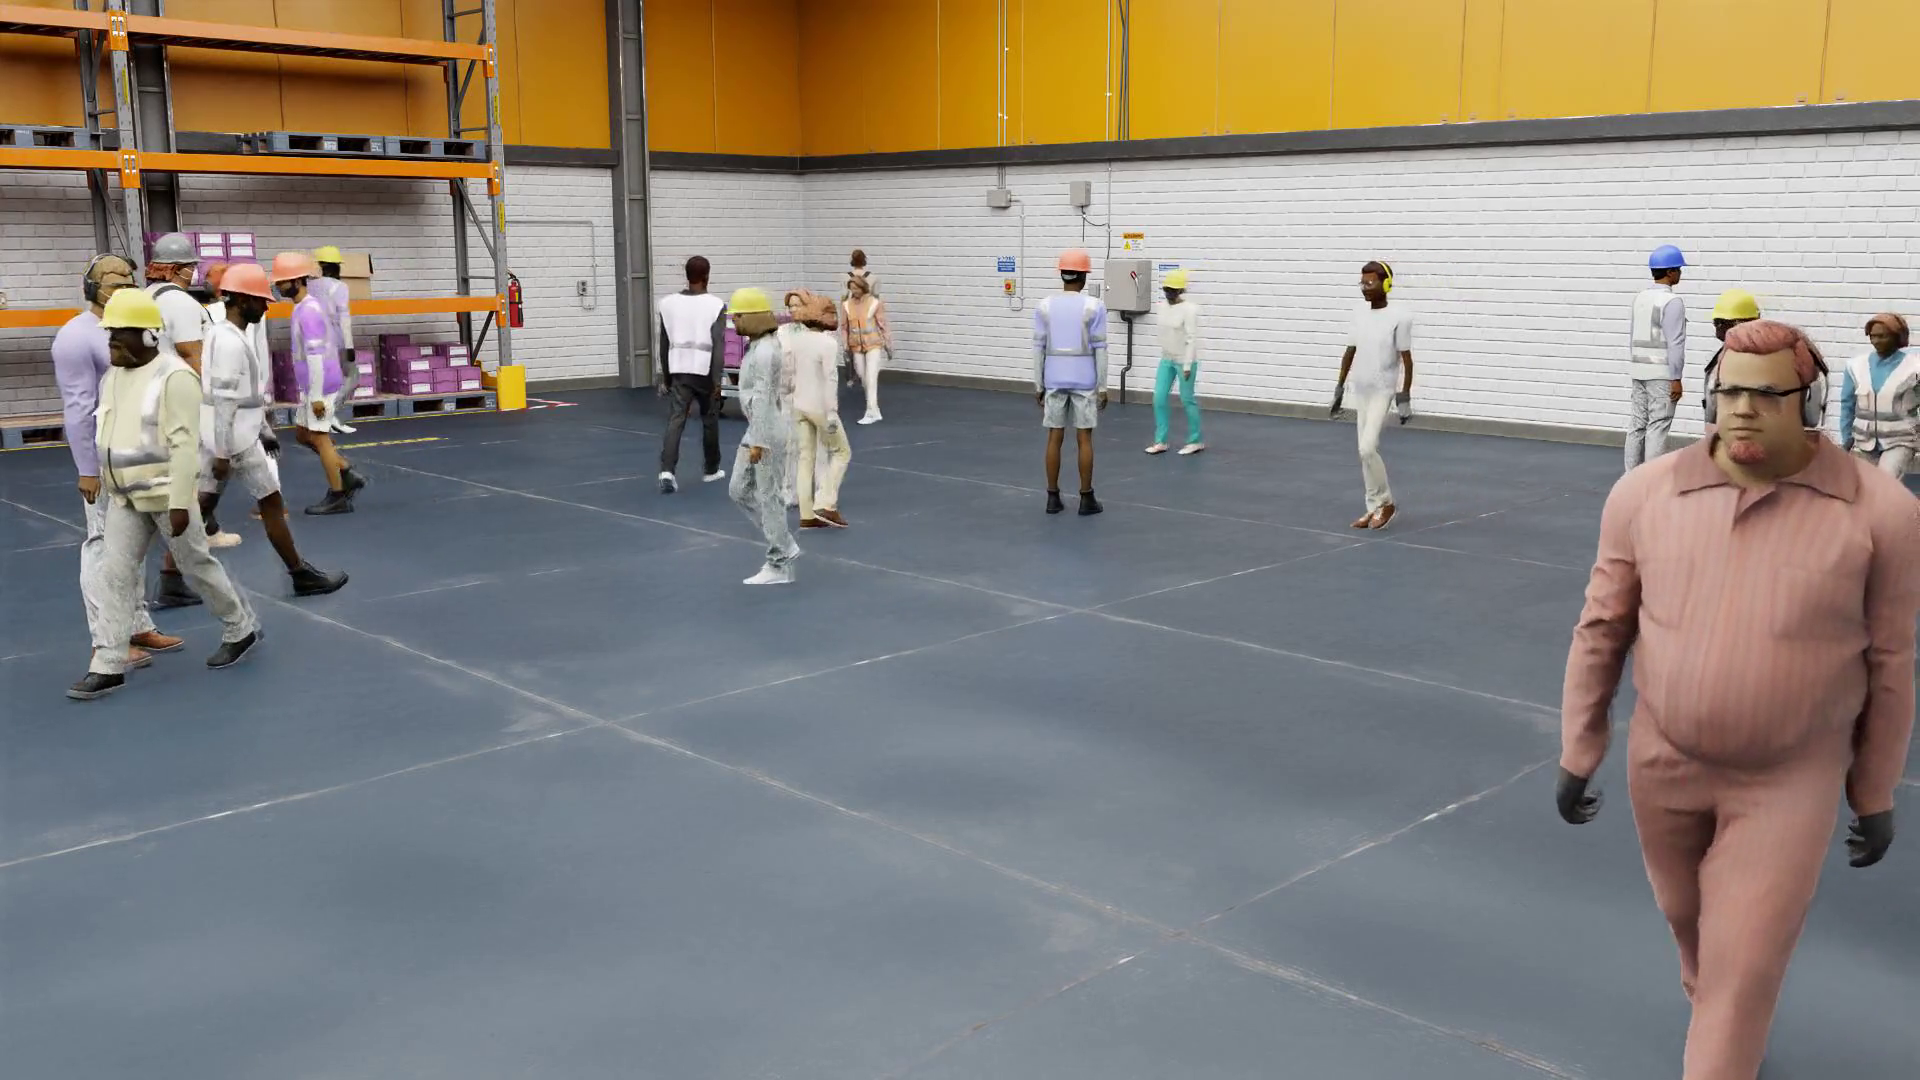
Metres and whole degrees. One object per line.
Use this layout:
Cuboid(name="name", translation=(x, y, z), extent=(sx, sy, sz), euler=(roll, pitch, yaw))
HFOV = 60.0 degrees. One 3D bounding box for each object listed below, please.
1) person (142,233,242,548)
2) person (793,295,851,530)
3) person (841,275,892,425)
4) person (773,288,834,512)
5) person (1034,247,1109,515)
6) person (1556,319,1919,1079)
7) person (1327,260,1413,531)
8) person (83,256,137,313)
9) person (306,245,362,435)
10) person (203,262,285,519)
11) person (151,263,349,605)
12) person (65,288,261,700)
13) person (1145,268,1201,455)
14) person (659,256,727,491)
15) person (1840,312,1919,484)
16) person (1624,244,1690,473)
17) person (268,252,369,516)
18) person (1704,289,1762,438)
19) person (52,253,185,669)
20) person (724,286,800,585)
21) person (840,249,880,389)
Cuboid(name="person", translation=(-5.010, -0.968, 10.820), extent=(0.682, 2.000, 0.537), euler=(9, 14, 40))
Cuboid(name="person", translation=(-0.960, -0.874, 11.457), extent=(0.429, 1.613, 0.495), euler=(-10, 14, -43))
Cuboid(name="person", translation=(-0.989, -2.071, 18.026), extent=(0.569, 1.602, 0.718), euler=(4, 11, 21))
Cuboid(name="person", translation=(-1.155, -1.024, 12.231), extent=(0.519, 1.637, 0.309), euler=(4, 11, 21))
Cuboid(name="person", translation=(0.816, -1.148, 12.085), extent=(0.551, 1.934, 0.373), euler=(4, 11, 19))
Cuboid(name="person", translation=(1.649, 0.455, 3.569), extent=(0.660, 1.861, 0.995), euler=(9, 13, 39))
Cuboid(name="person", translation=(2.821, -0.985, 11.433), extent=(0.433, 1.850, 0.517), euler=(-6, 12, -30))
Cuboid(name="person", translation=(-8.030, -1.759, 15.739), extent=(0.656, 1.832, 0.330), euler=(-4, 11, -22))
Cuboid(name="person", translation=(-6.335, -2.009, 16.827), extent=(0.606, 1.916, 0.421), euler=(6, 12, 30))
Cuboid(name="person", translation=(-5.247, -1.063, 11.925), extent=(0.986, 1.822, 0.598), euler=(8, 13, 38))
Cuboid(name="person", translation=(-3.985, -0.565, 9.102), extent=(1.023, 1.886, 0.565), euler=(-6, 12, -32))
Cuboid(name="person", translation=(-3.607, -0.231, 7.493), extent=(0.596, 1.800, 0.915), euler=(4, 11, 23))
Cuboid(name="person", translation=(1.985, -1.619, 15.224), extent=(0.705, 1.723, 0.541), euler=(-9, 13, -39))
Cuboid(name="person", translation=(-2.156, -1.342, 13.356), extent=(0.610, 1.871, 1.028), euler=(2, 11, 11))
Cuboid(name="person", translation=(5.572, -0.574, 9.925), extent=(0.862, 1.582, 0.518), euler=(-6, 12, -31))
Cuboid(name="person", translation=(5.311, -1.262, 12.673), extent=(0.382, 1.951, 0.605), euler=(-2, 11, -9))
Cuboid(name="person", translation=(-4.669, -1.115, 11.992), extent=(0.534, 1.903, 0.576), euler=(-5, 11, -25))
Cuboid(name="person", translation=(4.335, -0.514, 9.183), extent=(0.761, 1.742, 0.528), euler=(-2, 11, -10))
Cuboid(name="person", translation=(-3.974, -0.373, 7.858), extent=(0.353, 1.936, 0.635), euler=(1, 10, 4))
Cuboid(name="person", translation=(-1.161, -0.591, 9.622), extent=(0.366, 1.732, 0.499), euler=(-3, 11, -17))
Cuboid(name="person", translation=(-1.307, -2.896, 21.889), extent=(0.524, 1.836, 0.444), euler=(0, 10, -2))
